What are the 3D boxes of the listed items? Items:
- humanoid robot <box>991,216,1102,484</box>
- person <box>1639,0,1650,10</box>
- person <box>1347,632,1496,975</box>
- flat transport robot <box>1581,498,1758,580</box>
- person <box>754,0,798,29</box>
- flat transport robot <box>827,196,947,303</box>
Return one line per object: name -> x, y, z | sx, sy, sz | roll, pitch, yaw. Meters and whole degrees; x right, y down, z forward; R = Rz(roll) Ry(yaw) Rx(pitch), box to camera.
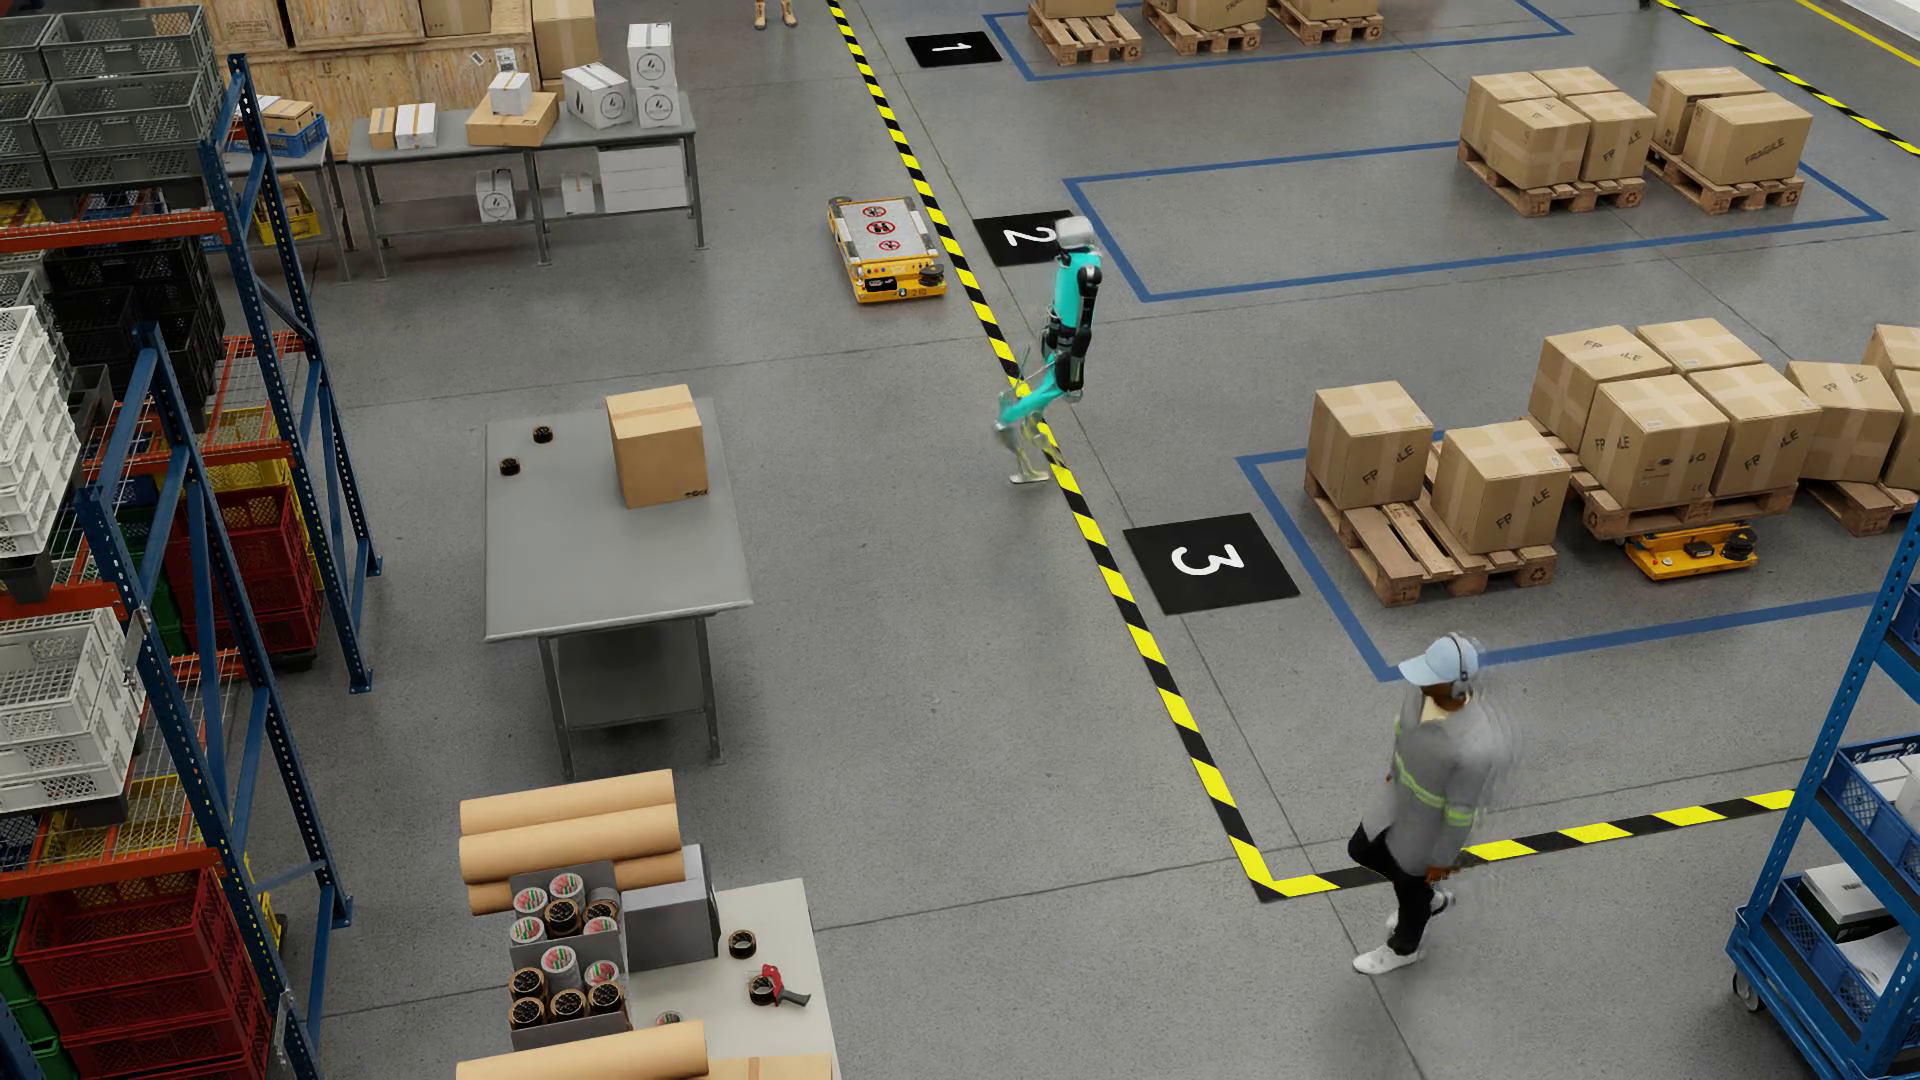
humanoid robot -> 0.441, -1.003, 9.695 | 0.799, 1.803, 0.540 | -7, 37, -10
person -> 7.134, -6.271, 16.681 | 0.591, 1.822, 0.458 | 9, 38, 12
person -> 1.857, 1.093, 6.770 | 0.420, 1.836, 0.611 | -7, 37, -10
flat transport robot -> 4.062, -0.294, 9.926 | 0.652, 0.197, 1.431 | -8, 37, -10
person -> -1.847, -6.013, 16.148 | 0.606, 2.047, 0.365 | -8, 37, -11
flat transport robot -> -0.570, -2.220, 12.538 | 0.659, 0.231, 1.431 | -8, 37, -10
